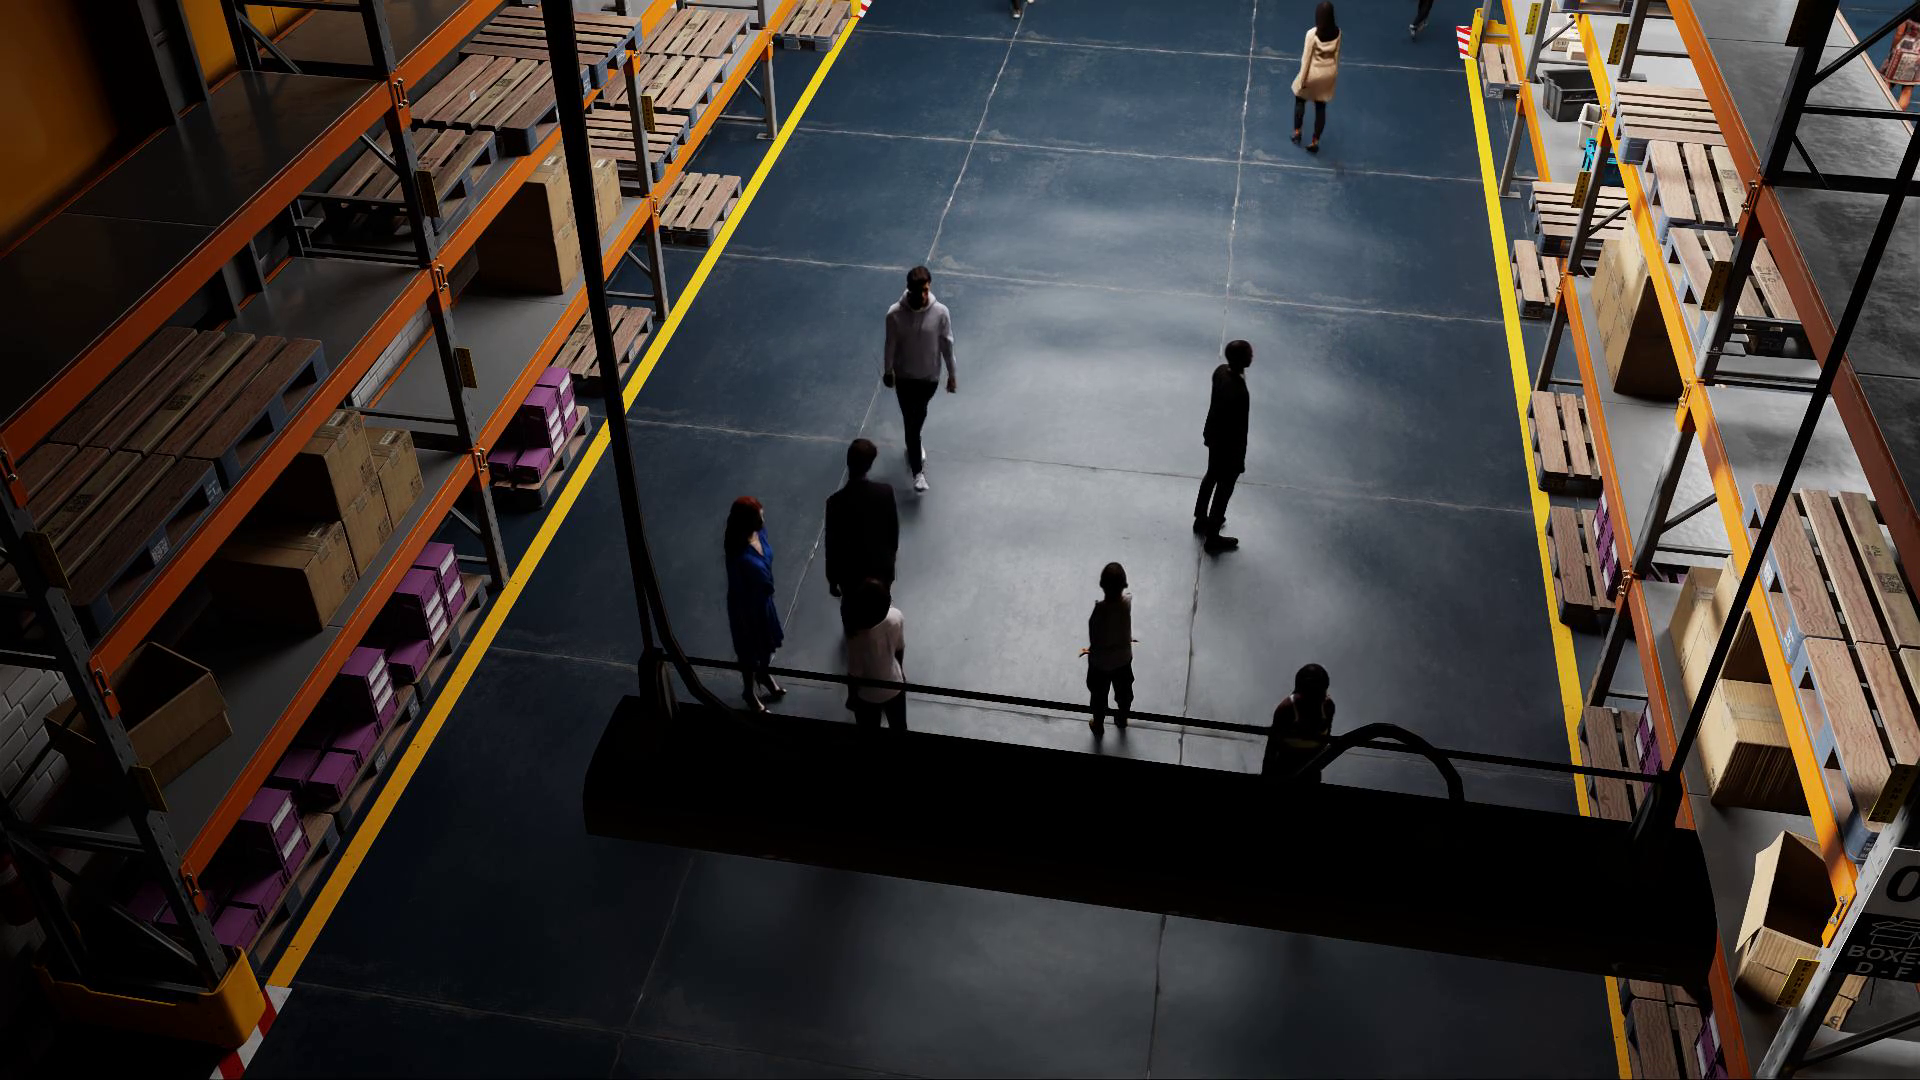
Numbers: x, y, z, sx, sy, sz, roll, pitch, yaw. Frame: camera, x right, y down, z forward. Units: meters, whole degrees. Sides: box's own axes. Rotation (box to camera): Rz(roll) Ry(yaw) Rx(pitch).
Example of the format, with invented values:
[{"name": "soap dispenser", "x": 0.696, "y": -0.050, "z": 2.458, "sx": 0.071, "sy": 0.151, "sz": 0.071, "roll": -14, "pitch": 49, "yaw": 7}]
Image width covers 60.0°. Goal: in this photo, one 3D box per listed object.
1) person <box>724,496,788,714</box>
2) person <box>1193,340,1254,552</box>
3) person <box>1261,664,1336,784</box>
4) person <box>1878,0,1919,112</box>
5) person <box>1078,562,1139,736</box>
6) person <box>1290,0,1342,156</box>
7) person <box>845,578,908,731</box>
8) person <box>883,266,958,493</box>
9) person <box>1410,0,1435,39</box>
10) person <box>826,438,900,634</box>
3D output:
[{"name": "person", "x": -1.411, "y": 0.452, "z": 11.173, "sx": 0.738, "sy": 1.826, "sz": 0.594, "roll": 18, "pitch": 42, "yaw": 21}, {"name": "person", "x": 2.018, "y": -0.730, "z": 12.677, "sx": 0.779, "sy": 1.796, "sz": 0.621, "roll": -9, "pitch": 39, "yaw": -11}, {"name": "person", "x": 1.980, "y": 1.367, "z": 10.120, "sx": 0.812, "sy": 1.709, "sz": 1.199, "roll": -5, "pitch": 39, "yaw": -6}, {"name": "person", "x": 10.673, "y": -5.443, "z": 18.699, "sx": 0.717, "sy": 1.645, "sz": 0.667, "roll": 21, "pitch": 43, "yaw": 24}, {"name": "person", "x": 1.016, "y": 0.703, "z": 11.156, "sx": 0.650, "sy": 1.454, "sz": 0.648, "roll": -13, "pitch": 40, "yaw": -15}, {"name": "person", "x": 3.949, "y": -4.999, "z": 18.126, "sx": 0.795, "sy": 1.665, "sz": 0.841, "roll": -9, "pitch": 39, "yaw": -11}, {"name": "person", "x": -0.510, "y": 0.962, "z": 10.560, "sx": 0.664, "sy": 1.794, "sz": 0.743, "roll": -27, "pitch": 46, "yaw": -30}, {"name": "person", "x": -0.365, "y": -1.404, "z": 13.450, "sx": 1.031, "sy": 1.884, "sz": 1.259, "roll": -9, "pitch": 39, "yaw": -11}, {"name": "person", "x": 5.862, "y": -6.955, "z": 20.919, "sx": 0.753, "sy": 1.238, "sz": 0.935, "roll": 24, "pitch": 44, "yaw": 27}, {"name": "person", "x": -0.630, "y": 0.252, "z": 11.417, "sx": 1.095, "sy": 1.833, "sz": 1.312, "roll": -15, "pitch": 41, "yaw": -18}]
